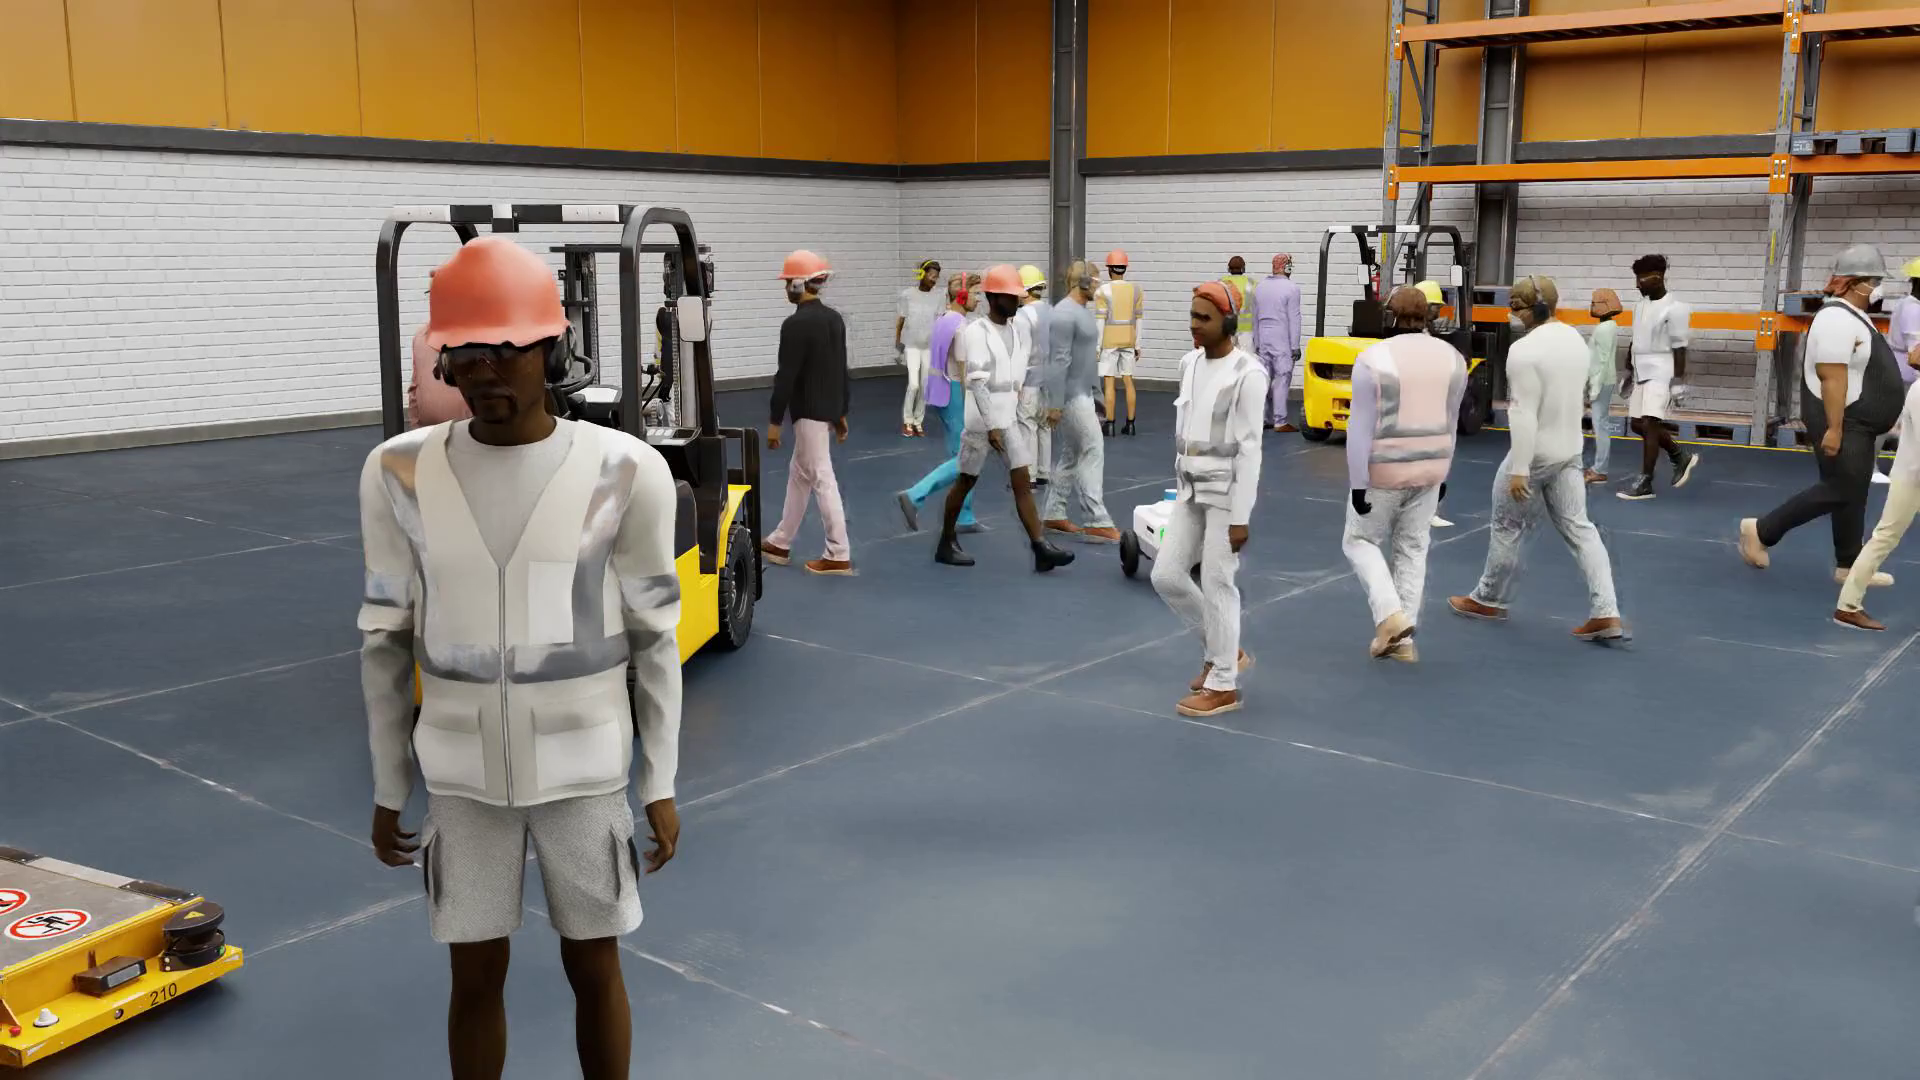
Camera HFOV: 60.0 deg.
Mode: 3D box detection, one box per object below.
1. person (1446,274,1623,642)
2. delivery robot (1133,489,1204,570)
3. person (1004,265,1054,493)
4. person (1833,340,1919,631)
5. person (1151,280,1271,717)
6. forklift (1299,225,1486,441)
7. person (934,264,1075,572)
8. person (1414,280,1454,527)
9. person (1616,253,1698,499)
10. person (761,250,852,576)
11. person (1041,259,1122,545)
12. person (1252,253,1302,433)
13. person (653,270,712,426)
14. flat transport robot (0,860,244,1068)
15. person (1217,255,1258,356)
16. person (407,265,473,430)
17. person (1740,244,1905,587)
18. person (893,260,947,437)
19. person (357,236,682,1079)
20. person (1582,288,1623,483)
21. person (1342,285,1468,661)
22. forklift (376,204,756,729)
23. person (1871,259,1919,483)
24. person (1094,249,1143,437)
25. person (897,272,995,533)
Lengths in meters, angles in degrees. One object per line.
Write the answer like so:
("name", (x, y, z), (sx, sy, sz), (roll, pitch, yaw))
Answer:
("person", (3.014, -0.423, 8.532), (0.685, 1.871, 1.063), (-7, 12, -34))
("delivery robot", (1.263, -0.057, 9.873), (0.477, 0.478, 0.707), (-1, 10, -7))
("person", (0.560, -1.297, 13.462), (0.404, 1.830, 0.602), (6, 12, 30))
("person", (4.979, -0.283, 8.492), (0.867, 1.584, 0.522), (7, 13, 36))
("person", (1.064, -0.166, 7.100), (0.415, 1.865, 0.600), (-5, 11, -26))
("forklift", (4.449, -2.115, 16.993), (1.214, 2.155, 2.313), (8, 13, 38))
("person", (0.243, -0.736, 10.218), (1.016, 1.883, 0.565), (8, 13, 39))
("person", (3.231, -0.961, 11.826), (0.574, 1.757, 0.531), (1, 10, 3))
("person", (5.570, -1.297, 13.174), (0.715, 1.935, 0.635), (-1, 10, -7))
("person", (-1.036, -0.768, 10.159), (0.905, 1.960, 0.647), (4, 11, 21))
("person", (0.872, -0.938, 11.291), (0.739, 1.897, 0.669), (3, 11, 16))
("person", (3.394, -2.094, 17.702), (0.399, 1.900, 0.645), (-7, 12, -33))
("person", (-2.228, -1.272, 13.302), (0.429, 1.842, 0.629), (4, 11, 22))
("flat transport robot", (-2.753, 1.085, 4.590), (1.431, 0.197, 0.652), (5, 11, 26))
("person", (3.454, -2.630, 20.827), (0.627, 1.844, 0.429), (3, 11, 17))
("person", (-2.687, -0.507, 8.885), (0.651, 1.904, 0.403), (4, 11, 23))
("person", (5.132, -0.740, 9.799), (0.756, 2.000, 0.695), (6, 12, 32))
("person", (-0.395, -1.969, 17.184), (0.535, 1.830, 0.552), (-3, 11, -16))
("person", (-0.846, 0.448, 3.216), (0.614, 2.038, 0.395), (0, 10, -2))
("person", (5.381, -1.295, 14.002), (0.284, 1.633, 0.500), (4, 11, 22))
("person", (2.118, -0.303, 7.993), (0.626, 1.827, 0.457), (-3, 11, -17))
("forklift", (-1.766, -0.406, 7.525), (1.214, 2.155, 2.313), (1, 10, 7))
("person", (7.965, -1.378, 13.755), (0.933, 1.881, 0.607), (6, 12, 29))
("person", (1.623, -2.044, 17.314), (0.552, 1.935, 0.374), (-4, 11, -21))
("person", (-0.096, -0.914, 11.412), (0.665, 1.825, 0.569), (-3, 11, -15))
